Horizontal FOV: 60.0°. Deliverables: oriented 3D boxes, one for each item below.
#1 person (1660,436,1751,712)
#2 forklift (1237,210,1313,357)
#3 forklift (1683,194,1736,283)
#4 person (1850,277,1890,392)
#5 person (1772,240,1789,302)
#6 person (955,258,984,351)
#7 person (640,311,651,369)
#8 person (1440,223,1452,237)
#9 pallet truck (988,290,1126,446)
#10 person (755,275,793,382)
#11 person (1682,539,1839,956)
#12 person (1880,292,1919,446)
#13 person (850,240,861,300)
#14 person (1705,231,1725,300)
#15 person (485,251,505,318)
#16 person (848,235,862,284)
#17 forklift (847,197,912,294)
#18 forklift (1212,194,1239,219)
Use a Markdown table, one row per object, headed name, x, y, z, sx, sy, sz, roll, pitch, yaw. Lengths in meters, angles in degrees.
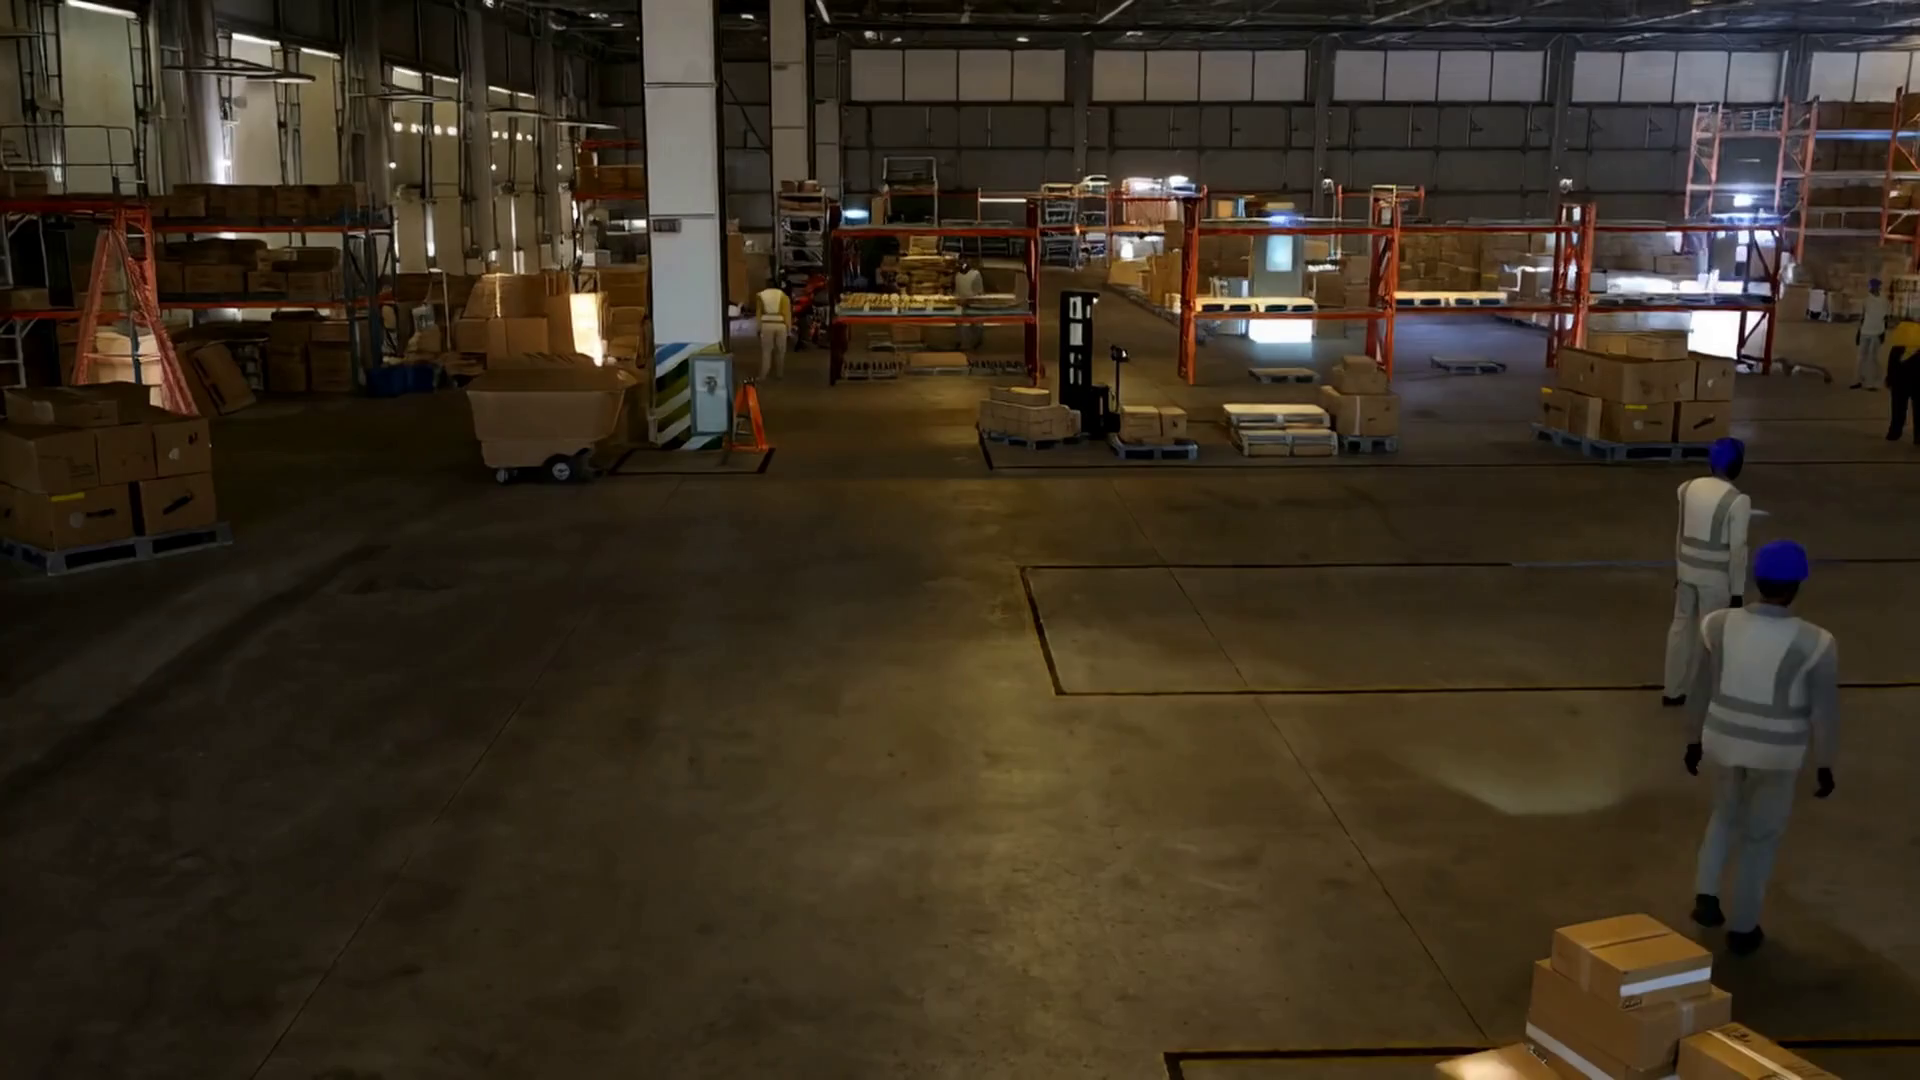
| name | x | y | z | sx | sy | sz | roll | pitch | yaw |
| --- | --- | --- | --- | --- | --- | --- | --- | --- | --- |
| person | 4.887 | 0.255 | 10.874 | 0.354 | 1.876 | 0.567 | -5 | 13 | -21 |
| forklift | 6.219 | -5.054 | 32.541 | 1.129 | 2.768 | 1.873 | 0 | 12 | -2 |
| forklift | 24.635 | -9.811 | 54.016 | 1.129 | 2.768 | 1.873 | -10 | 16 | -39 |
| person | 14.930 | -3.365 | 27.246 | 0.331 | 1.860 | 0.531 | -6 | 14 | -25 |
| person | 22.601 | -7.406 | 45.850 | 0.535 | 1.700 | 0.318 | -8 | 15 | -32 |
| person | 0.206 | -4.667 | 33.108 | 0.649 | 1.891 | 1.053 | 5 | 14 | 23 |
| person | -4.328 | -2.671 | 23.952 | 0.589 | 1.927 | 0.388 | -9 | 15 | -34 |
| person | 16.764 | -10.008 | 57.098 | 0.628 | 1.926 | 0.425 | -5 | 13 | -22 |
| pallet truck | 1.257 | -2.299 | 22.111 | 1.885 | 1.965 | 0.823 | -9 | 15 | -35 |
| person | -3.182 | -3.596 | 28.408 | 0.644 | 1.813 | 0.646 | 0 | 12 | 0 |
| person | 3.646 | 0.952 | 7.591 | 0.442 | 1.933 | 0.624 | -10 | 16 | -37 |
| person | 12.401 | -2.216 | 21.639 | 0.758 | 2.000 | 0.627 | -1 | 13 | -3 |
| person | -2.889 | -7.450 | 46.072 | 0.321 | 1.689 | 0.530 | -1 | 13 | -4 |
| person | 20.376 | -7.333 | 44.865 | 0.609 | 1.986 | 0.391 | -12 | 17 | -42 |
| person | -11.476 | -6.269 | 40.876 | 0.526 | 1.631 | 0.319 | 10 | 16 | 39 |
| person | -3.155 | -8.345 | 49.577 | 0.383 | 1.923 | 0.590 | -10 | 16 | -37 |
| forklift | -2.359 | -8.634 | 48.706 | 1.873 | 2.768 | 1.129 | 0 | 12 | -2 |
| forklift | 8.913 | -10.261 | 56.048 | 1.129 | 2.768 | 1.873 | -6 | 14 | -26 |
